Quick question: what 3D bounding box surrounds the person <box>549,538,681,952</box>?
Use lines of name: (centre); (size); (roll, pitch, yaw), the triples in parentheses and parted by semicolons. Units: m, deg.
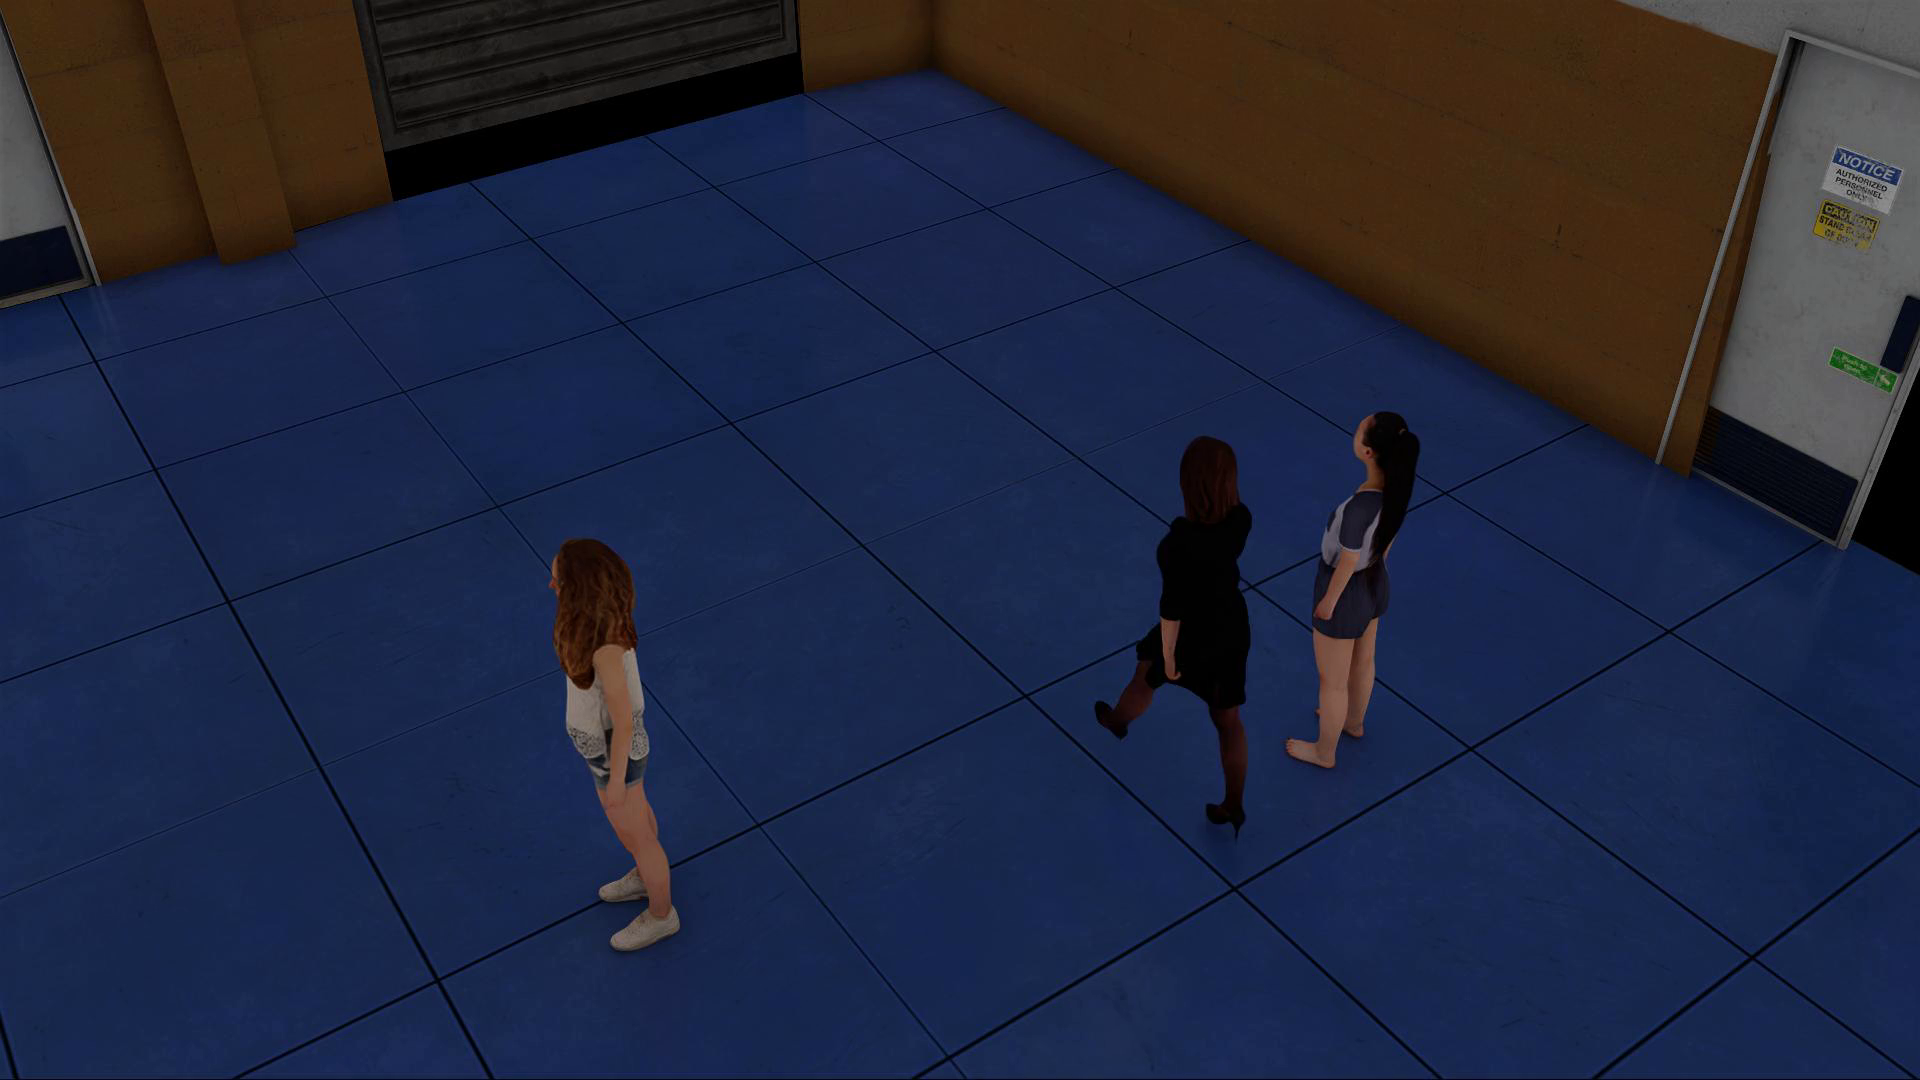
person: (-1.177, 0.711, 5.735); (0.608, 1.759, 0.637); (-11, 38, -14)

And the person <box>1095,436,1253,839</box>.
person: (0.962, 0.424, 6.189); (1.017, 1.656, 0.689); (-21, 42, -26)

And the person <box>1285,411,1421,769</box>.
person: (1.554, 0.204, 6.500); (0.702, 1.650, 0.543); (27, 45, 31)
